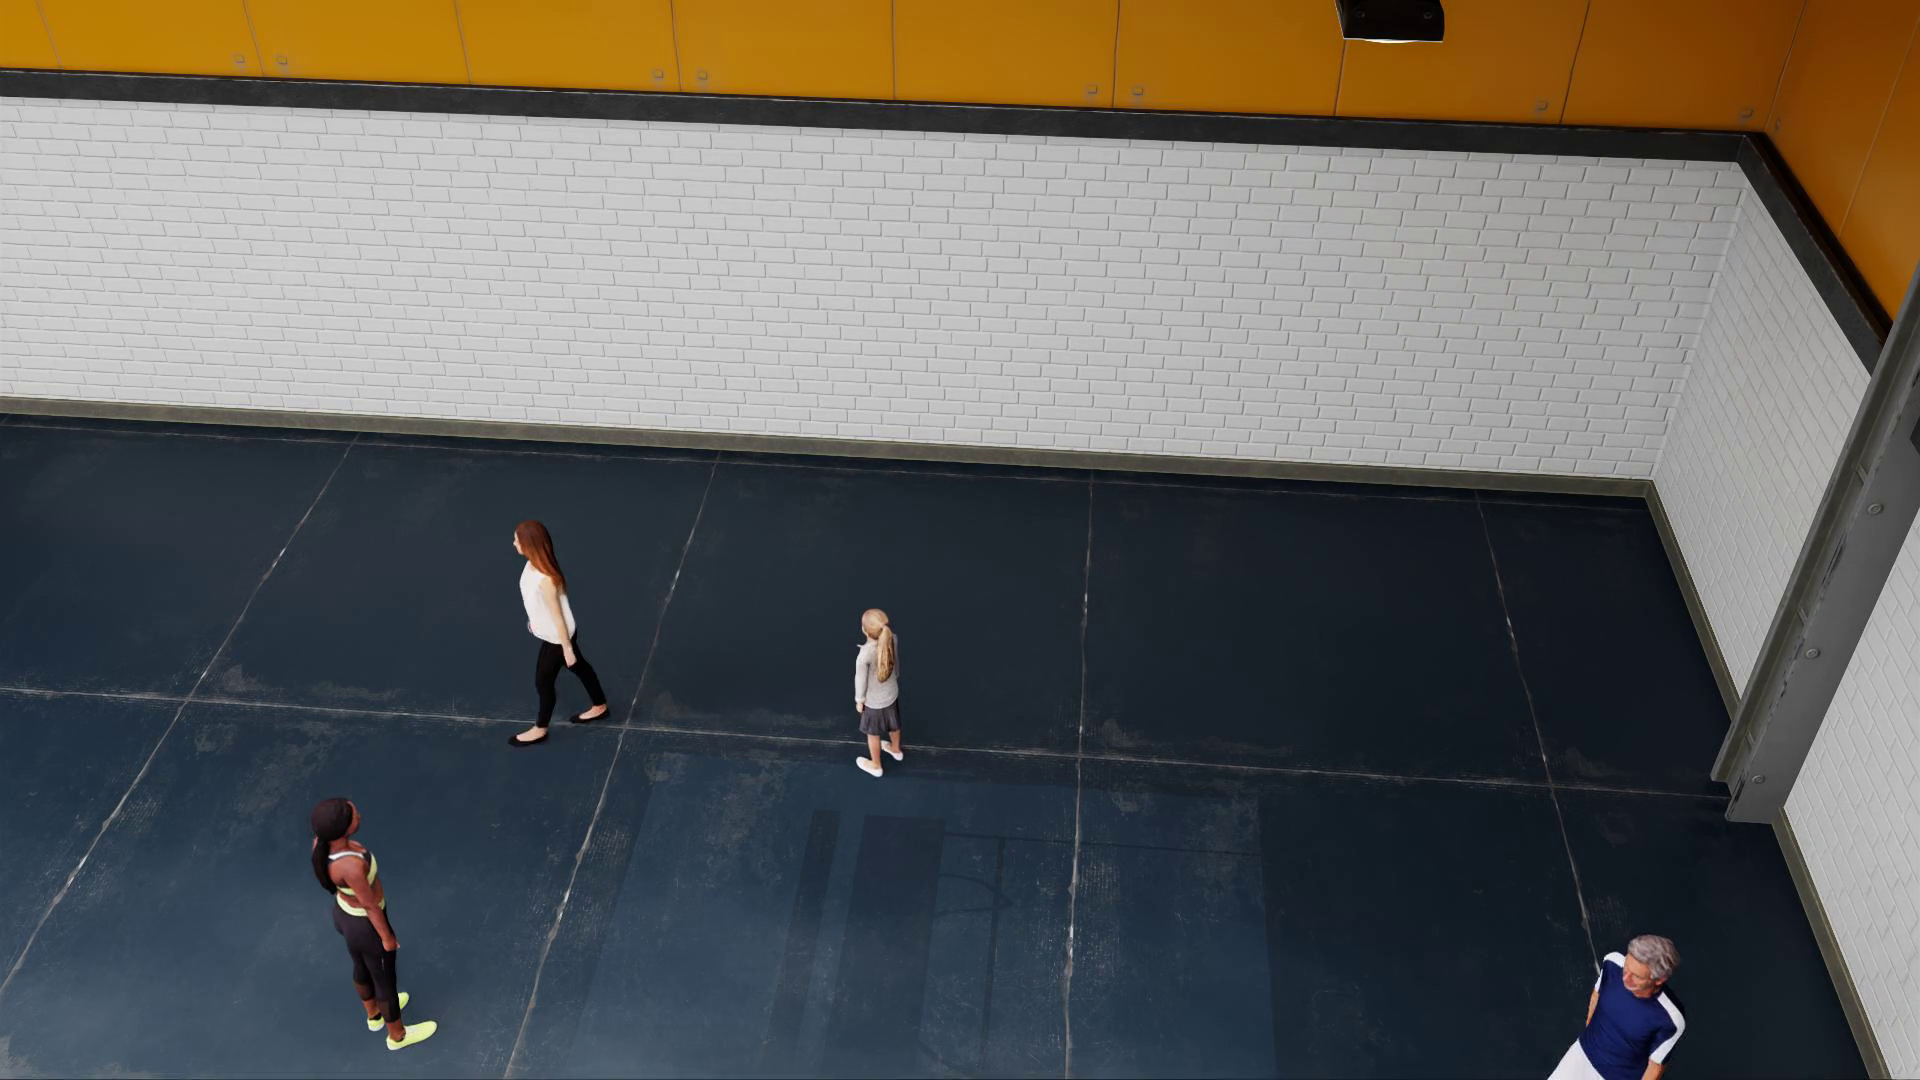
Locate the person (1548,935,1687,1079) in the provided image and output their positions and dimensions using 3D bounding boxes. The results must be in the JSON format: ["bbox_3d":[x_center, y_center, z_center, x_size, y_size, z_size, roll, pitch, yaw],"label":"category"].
[{"bbox_3d":[3.216,2.484,7.999,1.133,1.783,1.158,-21,43,-25],"label":"person"}]

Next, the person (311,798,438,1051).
[{"bbox_3d":[-3.111,1.993,8.637,0.645,1.754,0.684,31,48,32],"label":"person"}]

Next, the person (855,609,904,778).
[{"bbox_3d":[-0.505,0.936,10.345,0.663,1.274,0.590,28,47,31],"label":"person"}]

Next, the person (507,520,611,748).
[{"bbox_3d":[-2.456,0.560,10.474,0.904,1.699,0.948,-12,40,-15],"label":"person"}]
